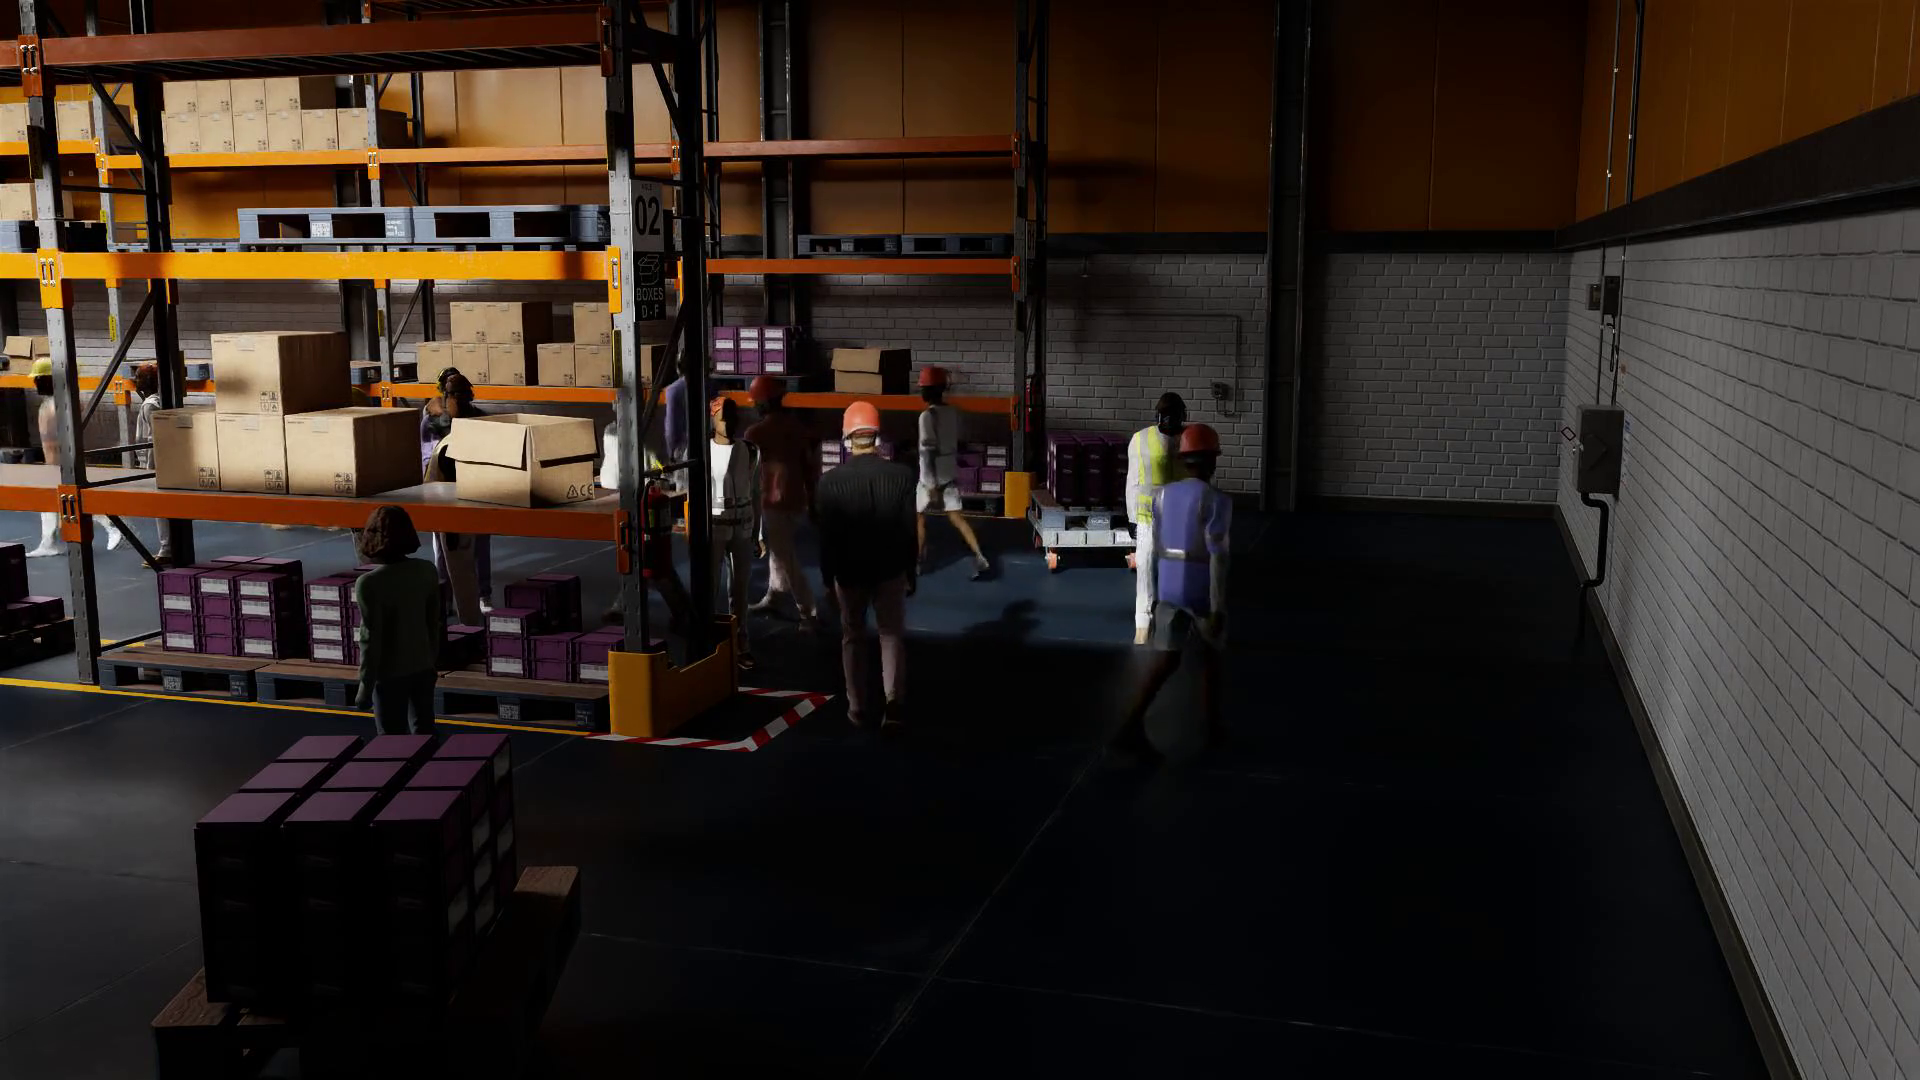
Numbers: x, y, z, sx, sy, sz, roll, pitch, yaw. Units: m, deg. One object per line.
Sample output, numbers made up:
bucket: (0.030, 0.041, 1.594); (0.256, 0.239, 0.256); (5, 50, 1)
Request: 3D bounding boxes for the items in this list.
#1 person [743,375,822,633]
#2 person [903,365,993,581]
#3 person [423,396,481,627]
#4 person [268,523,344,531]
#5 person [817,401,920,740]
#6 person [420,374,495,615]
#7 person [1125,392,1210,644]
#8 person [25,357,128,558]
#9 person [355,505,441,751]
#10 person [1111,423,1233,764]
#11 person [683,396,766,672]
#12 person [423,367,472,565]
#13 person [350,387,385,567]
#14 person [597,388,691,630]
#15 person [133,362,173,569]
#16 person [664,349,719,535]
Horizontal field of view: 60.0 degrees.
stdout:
person: (-1.347, -0.274, 12.577); (0.977, 1.946, 0.609); (7, 12, 36)
person: (-0.133, -0.576, 14.537); (0.956, 1.905, 0.535); (8, 12, 39)
person: (-3.630, -0.116, 11.925); (0.430, 1.835, 0.623); (-2, 10, -14)
person: (-6.870, -0.982, 17.245); (0.805, 1.815, 0.628); (4, 10, 24)
person: (-0.520, 0.179, 9.705); (0.617, 1.974, 0.848); (-2, 9, -10)
person: (-3.918, -0.349, 13.095); (0.639, 1.911, 0.406); (-3, 10, -17)
person: (1.515, -0.152, 12.101); (0.622, 1.844, 0.429); (0, 9, 1)
person: (-8.478, -0.793, 15.827); (0.587, 1.902, 0.836); (8, 13, 42)
person: (-2.653, 0.644, 7.875); (0.279, 1.633, 0.505); (4, 10, 24)
person: (1.234, 0.298, 9.264); (0.582, 1.888, 0.906); (8, 12, 41)
person: (-1.577, -0.025, 11.200); (0.579, 1.883, 0.352); (-6, 11, -34)
person: (-4.493, -0.600, 14.754); (0.309, 1.864, 0.535); (9, 13, 42)
person: (-4.615, -0.266, 12.816); (0.403, 1.831, 0.595); (-2, 9, -9)
person: (-2.396, -0.262, 12.561); (0.875, 1.917, 0.631); (4, 10, 21)
person: (-7.350, -0.683, 15.206); (0.353, 1.884, 0.577); (-3, 10, -17)
person: (-2.697, -0.980, 16.887); (0.638, 1.924, 0.712); (-8, 12, -41)
